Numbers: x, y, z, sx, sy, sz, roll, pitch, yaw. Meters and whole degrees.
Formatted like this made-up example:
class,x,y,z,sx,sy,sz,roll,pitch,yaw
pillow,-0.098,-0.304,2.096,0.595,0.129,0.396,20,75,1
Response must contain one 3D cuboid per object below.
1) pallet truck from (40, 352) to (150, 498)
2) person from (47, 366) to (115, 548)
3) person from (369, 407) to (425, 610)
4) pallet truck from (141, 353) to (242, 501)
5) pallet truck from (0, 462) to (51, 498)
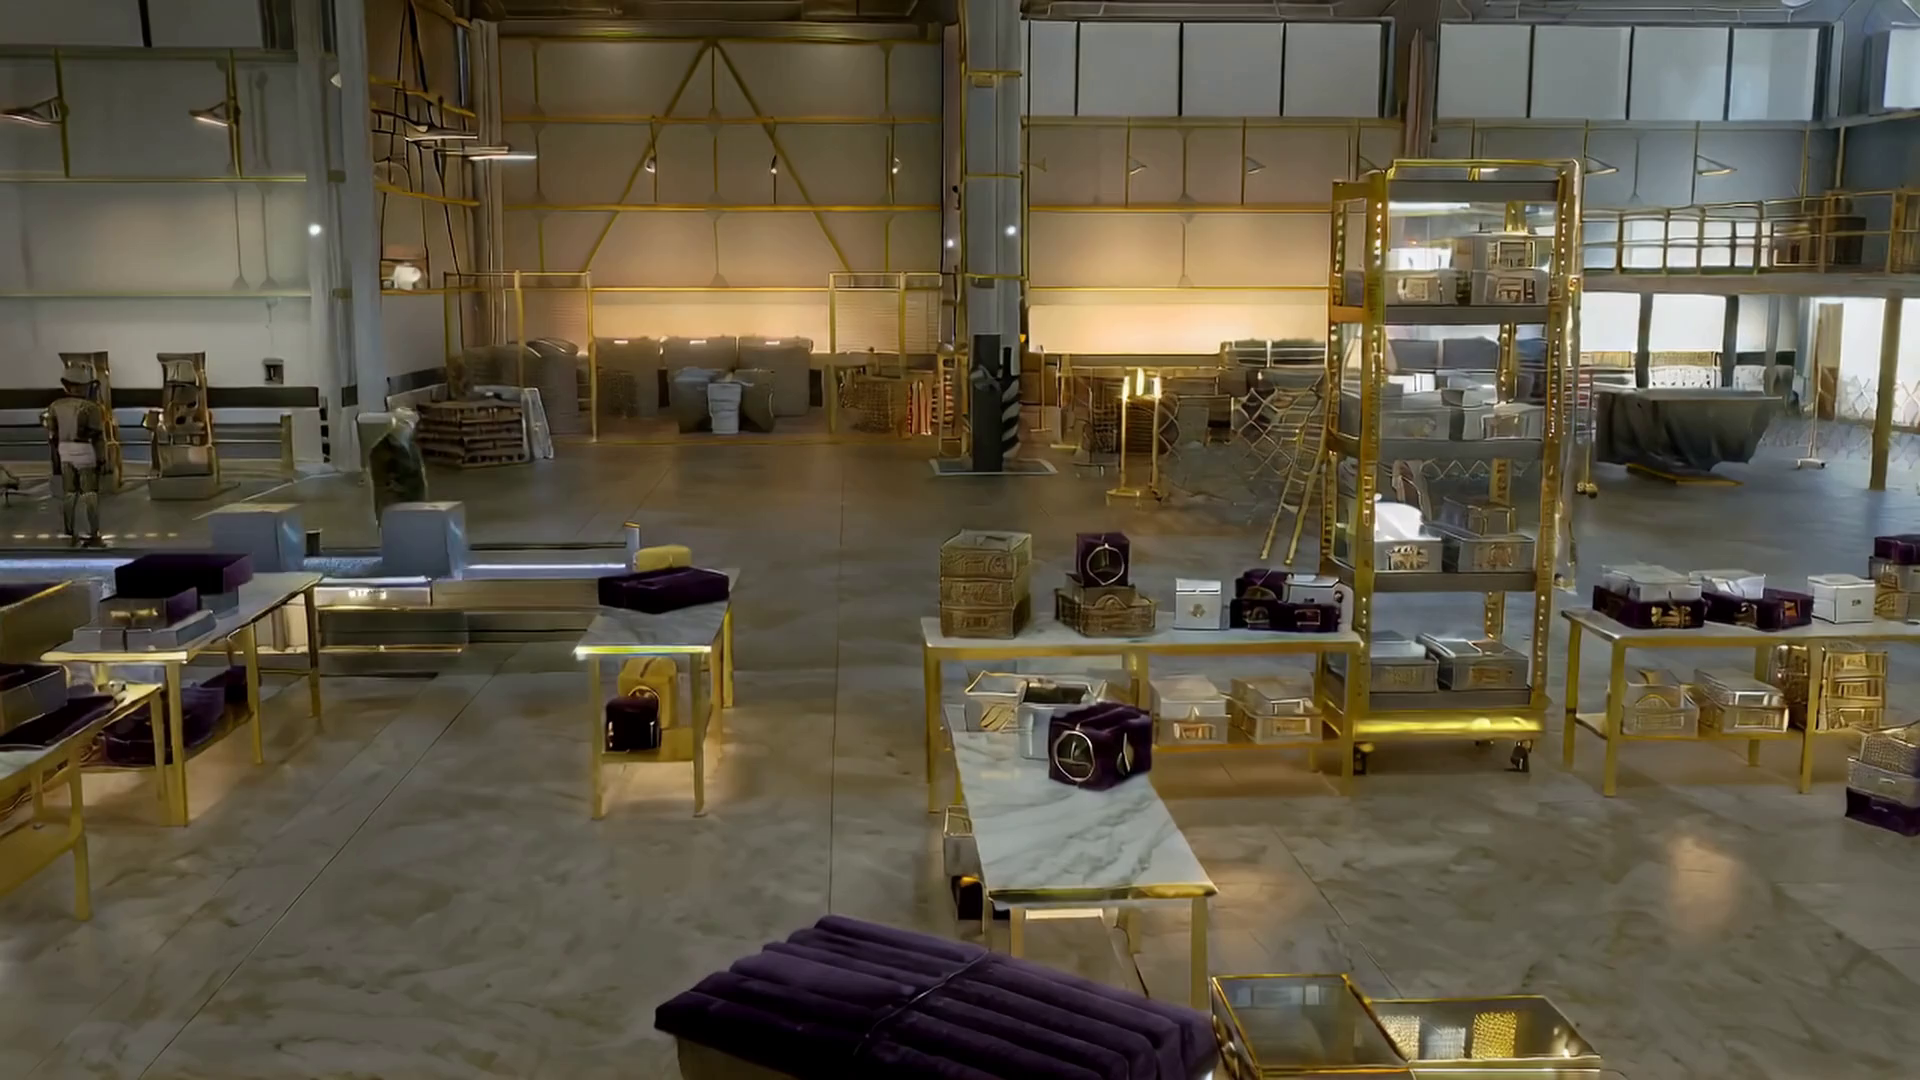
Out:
class,x,y,z,sx,sy,sz,roll,pitch,yaw
pallet truck,-11.907,-1.642,23.165,0.823,1.965,1.885,0,9,0
person,-9.654,-0.886,18.275,0.615,2.040,0.391,2,9,9
person,-4.861,-0.217,14.548,0.418,1.887,0.669,1,9,7
pallet truck,-10.520,-1.604,22.925,0.823,1.965,1.885,-1,9,-6
pallet truck,-13.193,-1.293,23.148,0.653,1.274,1.630,-1,9,-4
